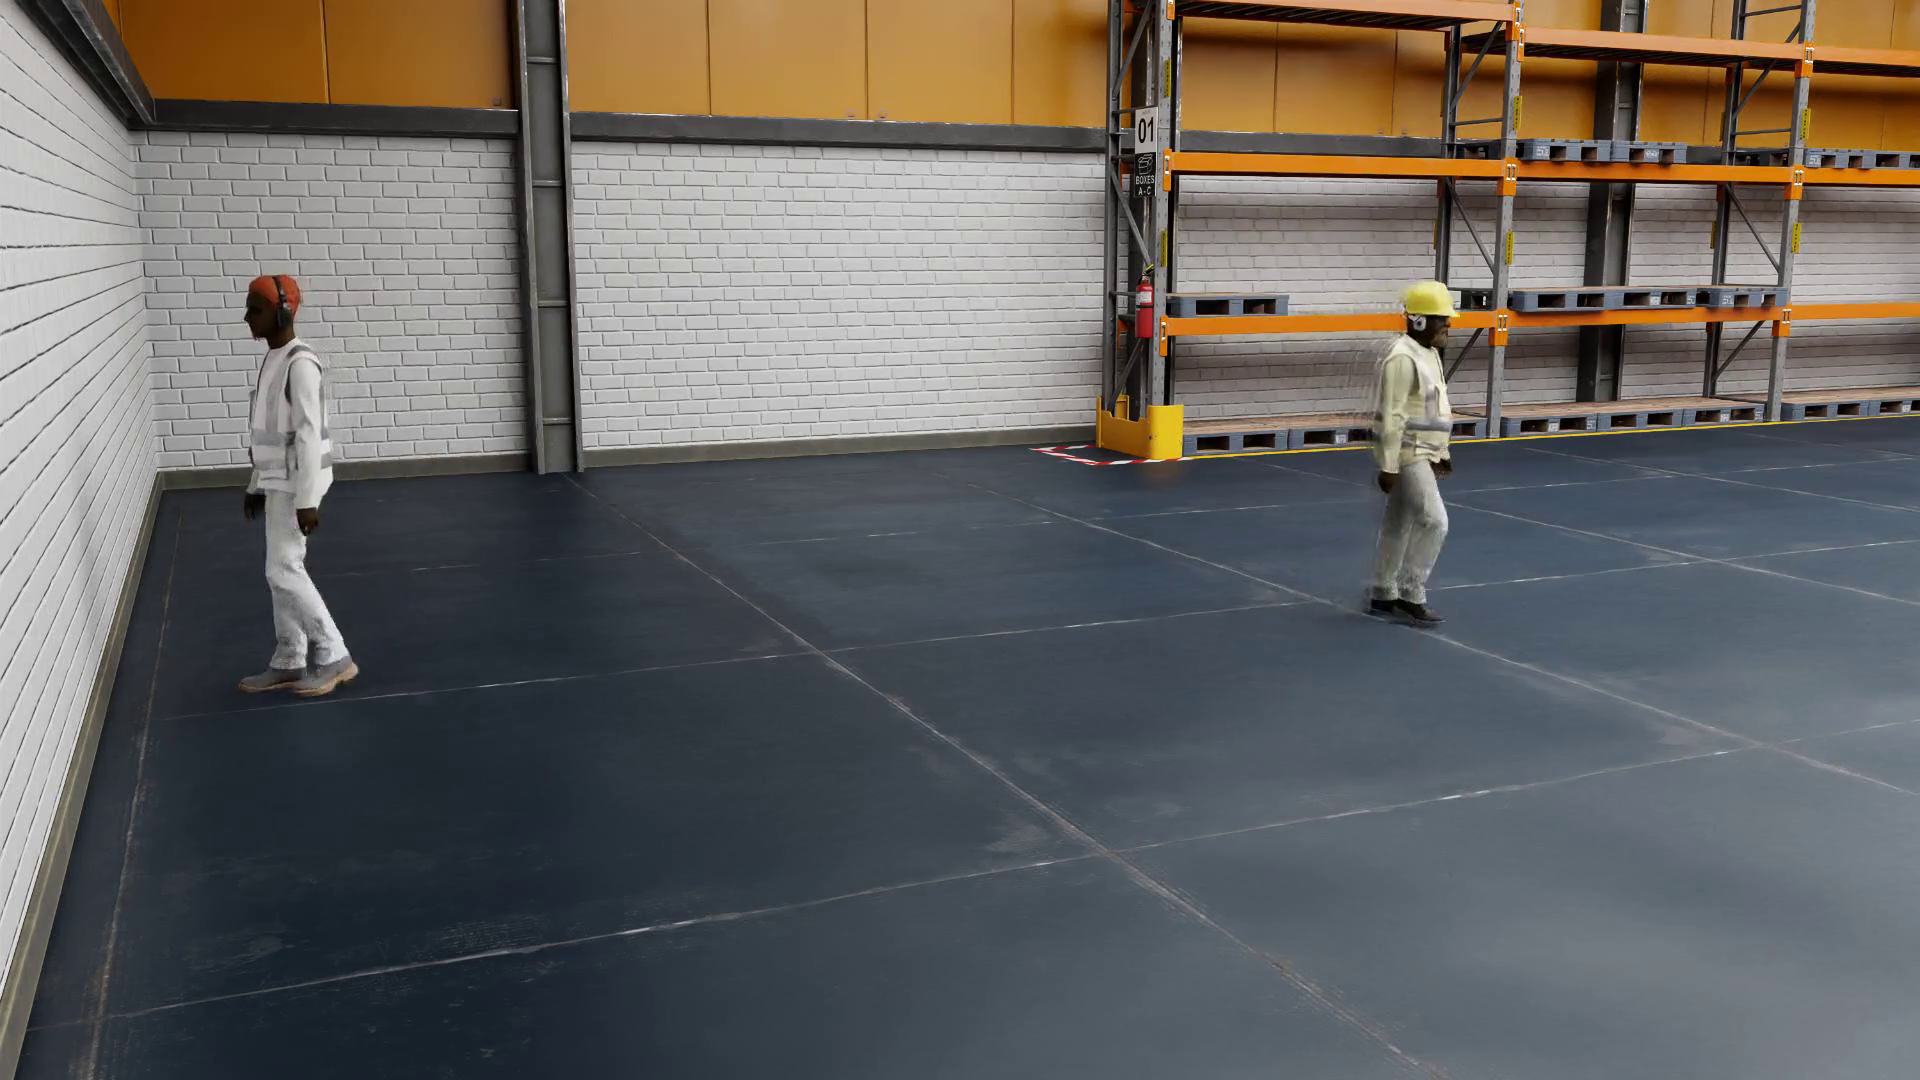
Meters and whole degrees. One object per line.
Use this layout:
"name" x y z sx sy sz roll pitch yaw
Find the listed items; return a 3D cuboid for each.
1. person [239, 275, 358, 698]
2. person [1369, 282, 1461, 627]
"person" -3.017 -0.233 7.410 0.416 1.880 0.597 -6 12 -32
"person" 2.453 -0.448 8.808 0.586 1.811 0.614 4 11 23
